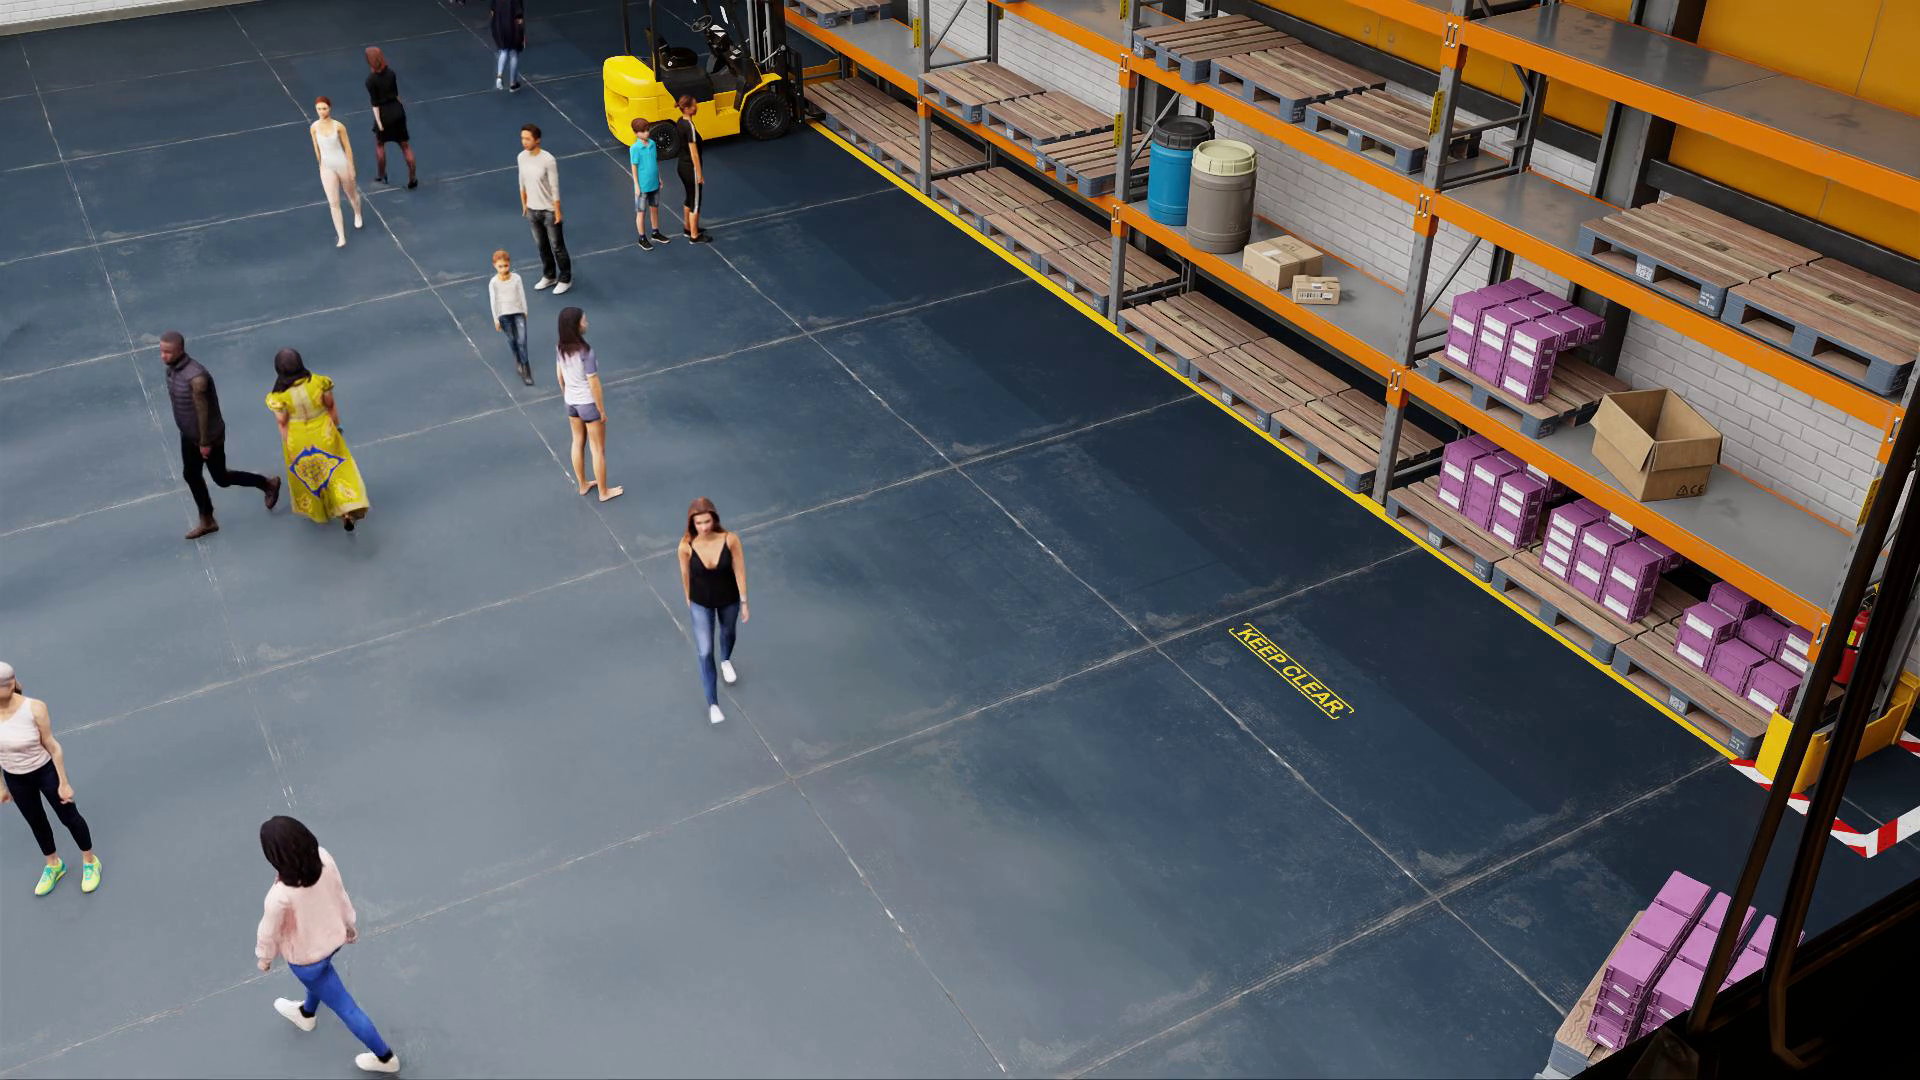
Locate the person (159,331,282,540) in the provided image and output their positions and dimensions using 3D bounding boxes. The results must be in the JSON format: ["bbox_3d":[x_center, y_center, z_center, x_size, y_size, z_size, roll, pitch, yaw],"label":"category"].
[{"bbox_3d":[-5.997,-0.872,13.362,1.121,1.812,1.016,24,41,32],"label":"person"}]

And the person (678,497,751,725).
[{"bbox_3d":[-1.712,0.375,11.613,0.737,1.671,1.093,-10,35,-15],"label":"person"}]

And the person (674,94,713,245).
[{"bbox_3d":[-2.983,-4.101,18.352,0.667,1.665,0.470,-14,36,-20],"label":"person"}]

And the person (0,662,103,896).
[{"bbox_3d":[-5.574,1.412,10.020,0.671,1.707,0.667,-3,34,-4],"label":"person"}]

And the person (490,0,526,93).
[{"bbox_3d":[-6.140,-6.854,22.488,0.874,1.672,0.937,5,34,7],"label":"person"}]

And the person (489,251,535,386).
[{"bbox_3d":[-4.258,-2.146,15.746,0.560,1.294,0.860,-12,35,-17],"label":"person"}]

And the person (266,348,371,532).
[{"bbox_3d":[-5.166,-0.763,13.353,0.697,1.641,0.979,-19,38,-26],"label":"person"}]

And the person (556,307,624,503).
[{"bbox_3d":[-3.123,-1.132,13.825,0.588,1.731,0.715,21,39,28],"label":"person"}]

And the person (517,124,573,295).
[{"bbox_3d":[-4.299,-3.449,17.240,0.671,1.810,0.769,14,36,20],"label":"person"}]

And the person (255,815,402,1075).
[{"bbox_3d":[-3.331,2.214,8.807,1.183,1.714,1.083,11,35,16],"label":"person"}]

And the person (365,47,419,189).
[{"bbox_3d":[-6.648,-4.942,19.603,0.973,1.680,0.816,23,40,30],"label":"person"}]

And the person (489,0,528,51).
[{"bbox_3d":[-6.612,-8.019,24.179,0.774,1.740,0.802,-2,34,-3],"label":"person"}]

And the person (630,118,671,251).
[{"bbox_3d":[-3.461,-3.950,18.321,0.584,1.448,0.583,25,41,32],"label":"person"}]

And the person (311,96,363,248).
[{"bbox_3d":[-6.891,-4.132,18.462,0.827,1.594,1.137,-5,34,-7],"label":"person"}]
